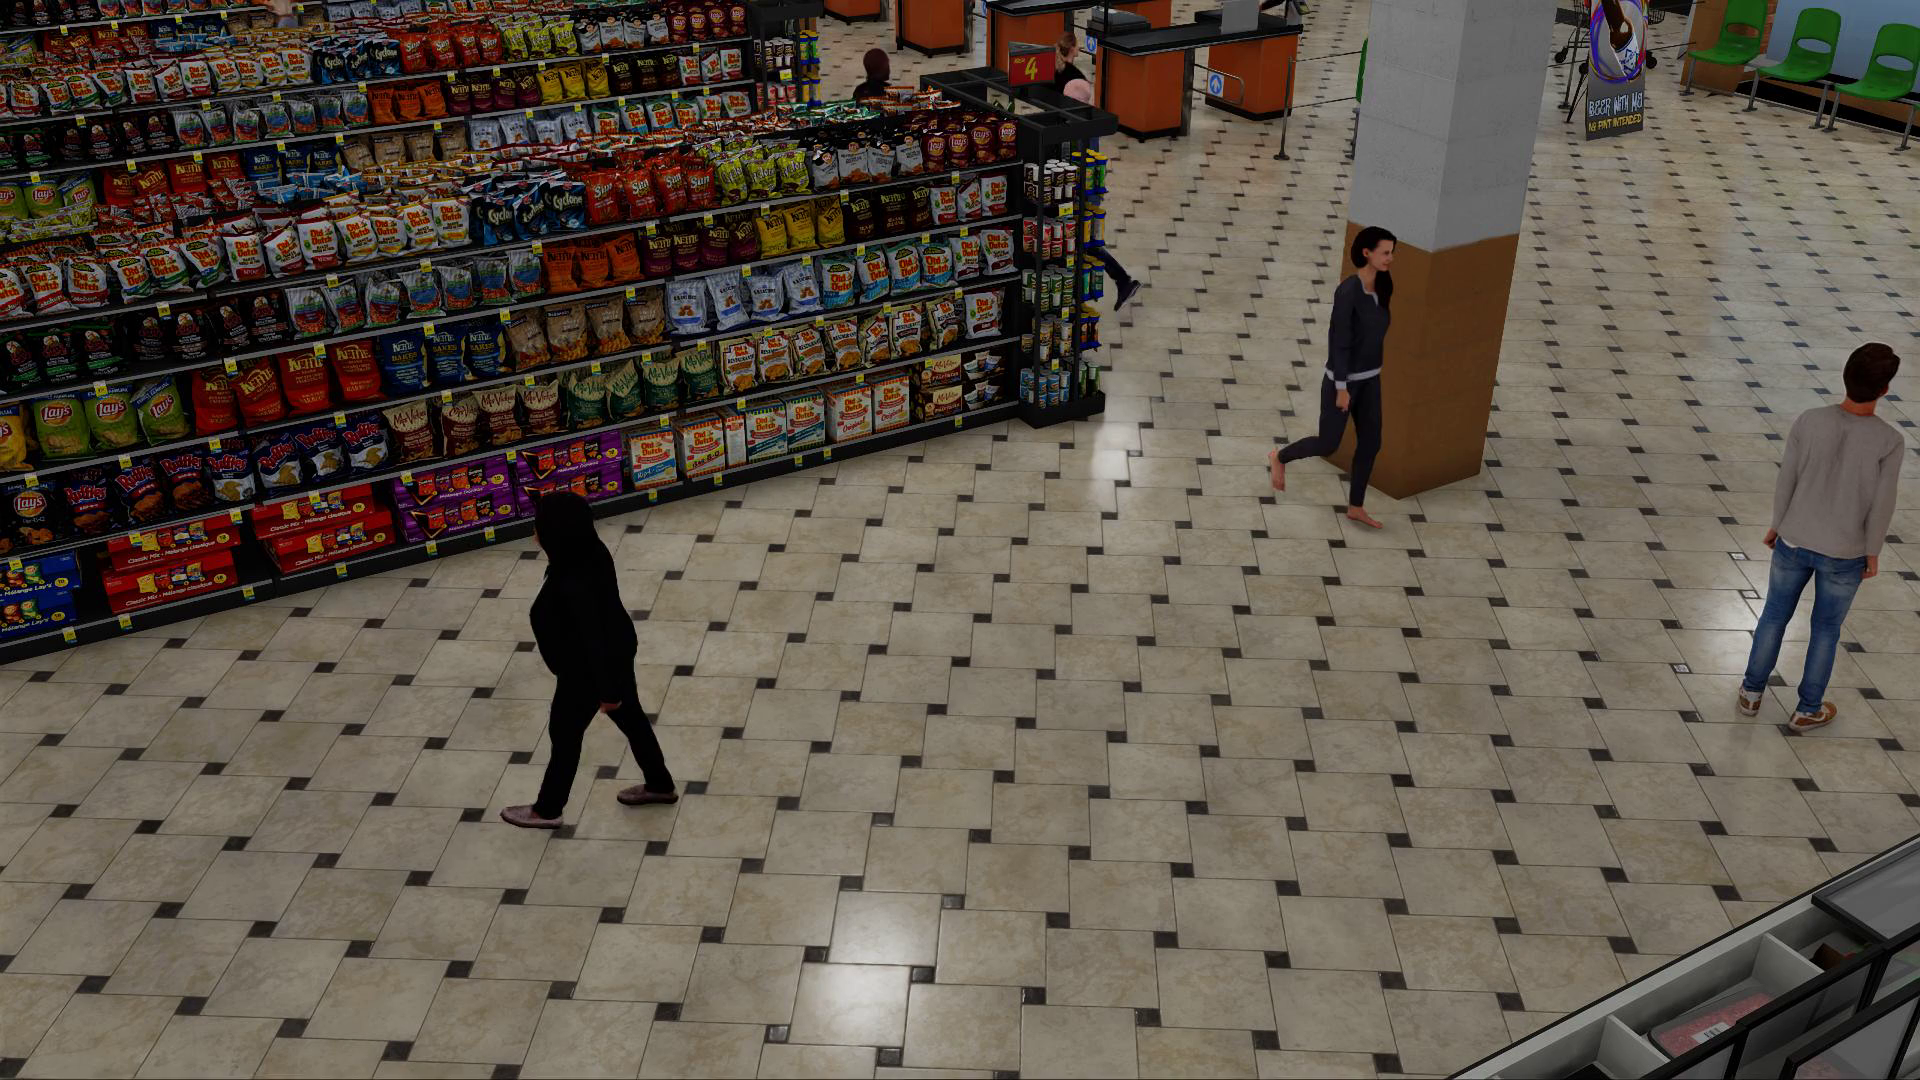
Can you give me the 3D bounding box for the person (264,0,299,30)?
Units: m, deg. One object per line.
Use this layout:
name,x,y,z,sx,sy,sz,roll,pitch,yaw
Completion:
person,-6.386,-4.481,16.029,0.738,1.706,0.767,-3,29,-5

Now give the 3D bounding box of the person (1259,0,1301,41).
person,4.050,-7.227,21.029,0.819,1.735,0.972,23,36,36

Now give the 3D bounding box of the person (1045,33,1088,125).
person,0.825,-3.383,14.035,0.918,1.690,0.675,-21,35,-33

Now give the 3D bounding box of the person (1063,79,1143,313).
person,0.930,-2.479,12.267,1.246,1.798,1.134,4,29,8

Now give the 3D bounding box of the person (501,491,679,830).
person,-1.453,0.516,7.009,1.078,1.580,0.892,-2,29,-4

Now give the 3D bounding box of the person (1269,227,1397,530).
person,2.159,-0.936,9.495,1.010,1.746,0.806,-22,36,-34

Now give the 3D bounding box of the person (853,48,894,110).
person,-0.728,-2.916,13.060,0.978,1.806,0.722,-16,32,-26

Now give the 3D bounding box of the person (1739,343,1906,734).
person,3.947,0.006,7.603,0.724,1.905,0.689,24,37,36
